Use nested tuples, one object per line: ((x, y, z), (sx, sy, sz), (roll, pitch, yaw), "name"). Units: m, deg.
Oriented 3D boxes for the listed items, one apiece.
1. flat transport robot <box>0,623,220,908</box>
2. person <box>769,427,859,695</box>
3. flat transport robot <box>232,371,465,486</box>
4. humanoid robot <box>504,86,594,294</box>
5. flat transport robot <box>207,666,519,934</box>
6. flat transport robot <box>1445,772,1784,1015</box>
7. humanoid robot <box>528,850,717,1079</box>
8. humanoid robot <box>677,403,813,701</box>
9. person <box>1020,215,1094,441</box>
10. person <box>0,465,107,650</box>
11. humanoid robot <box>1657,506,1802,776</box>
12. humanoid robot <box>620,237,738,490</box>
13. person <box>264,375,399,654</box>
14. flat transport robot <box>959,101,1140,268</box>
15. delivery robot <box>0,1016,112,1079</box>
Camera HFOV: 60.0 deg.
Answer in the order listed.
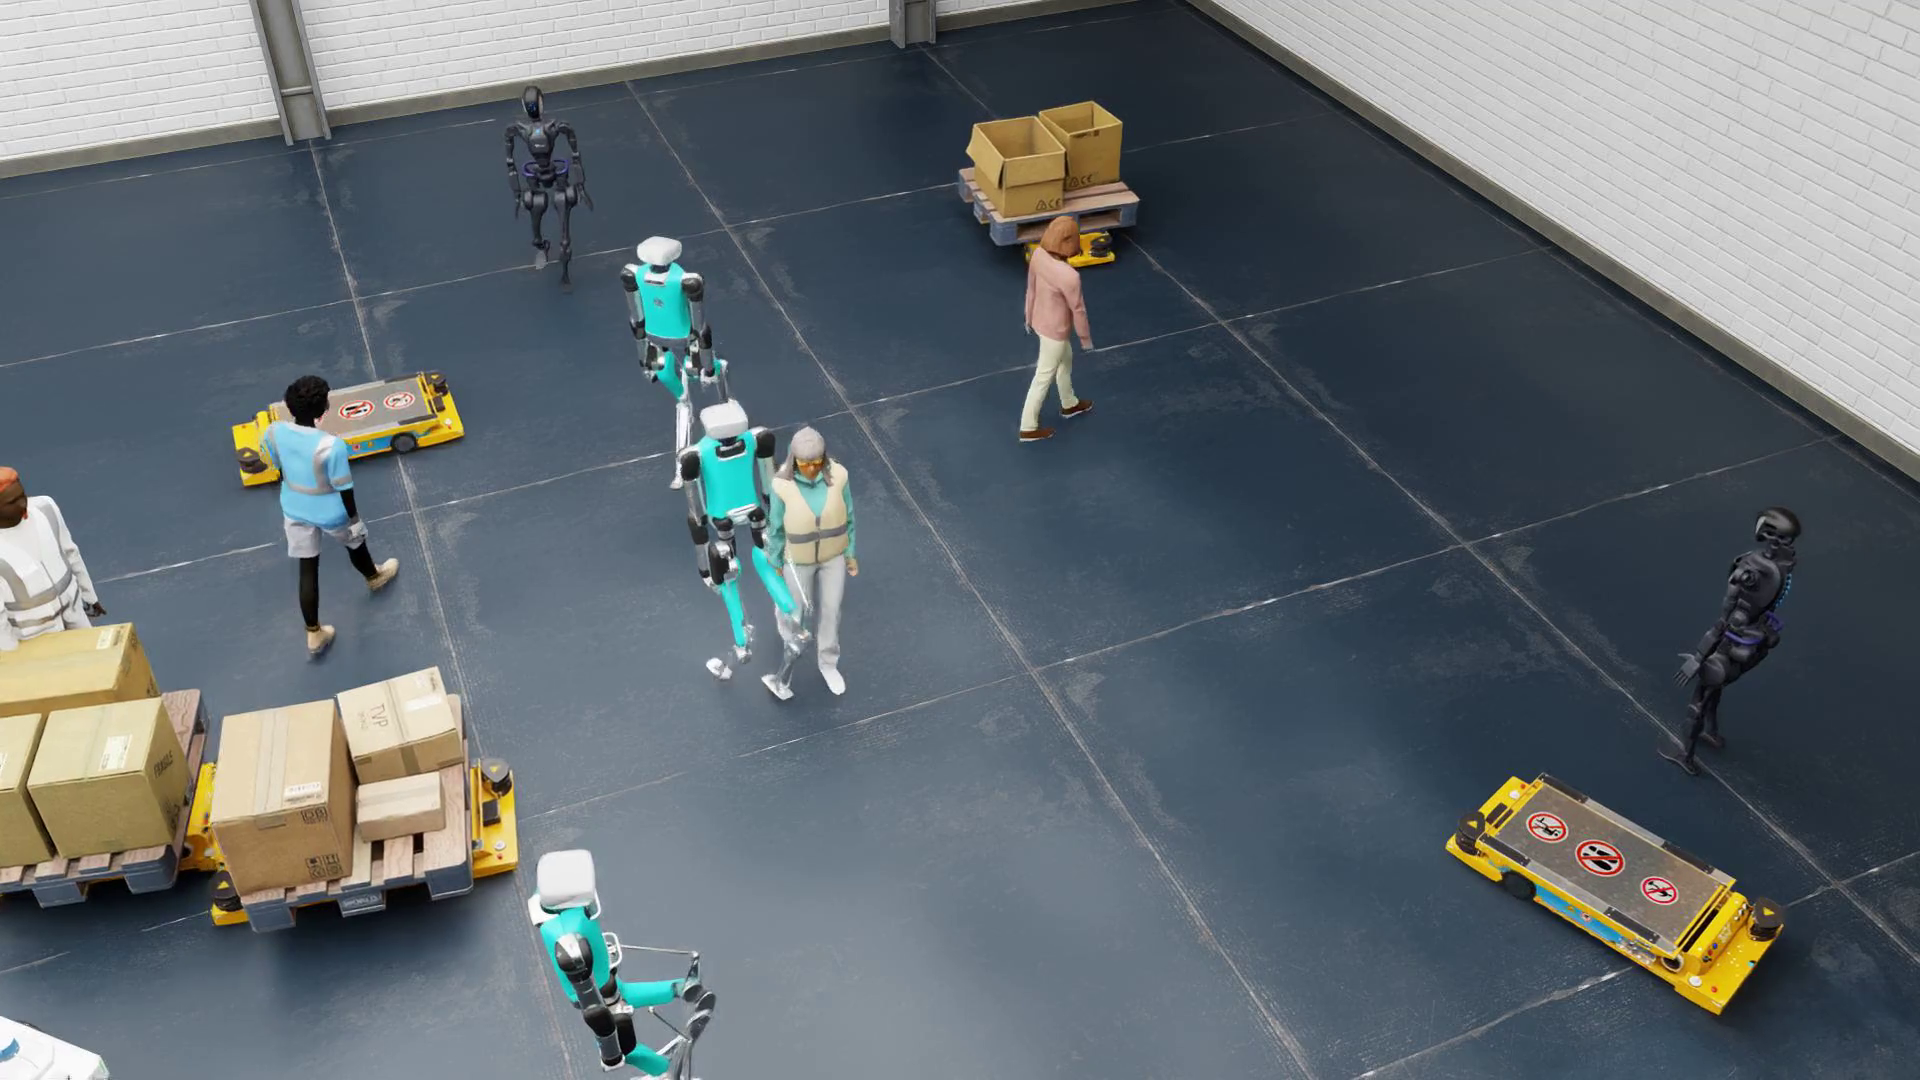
((-4.333, 1.453, 8.382), (1.431, 0.231, 0.659), (-7, 38, -9), "flat transport robot")
((-0.819, 0.058, 9.035), (0.467, 1.692, 0.530), (-14, 40, -18), "person")
((-4.153, -0.770, 11.275), (1.431, 0.231, 0.659), (-15, 40, -19), "flat transport robot")
((-3.127, -2.728, 12.689), (0.601, 1.642, 0.531), (-7, 38, -9), "humanoid robot")
((-2.964, 1.493, 8.330), (1.431, 0.231, 0.659), (-9, 38, -11), "flat transport robot")
((3.176, 1.664, 8.108), (1.431, 0.231, 0.659), (31, 47, 34), "flat transport robot")
((-1.305, 1.844, 6.668), (0.925, 1.765, 0.553), (-14, 40, -17), "humanoid robot")
((-1.070, 0.196, 8.836), (0.538, 1.777, 0.855), (-19, 42, -23), "humanoid robot")
((0.704, -1.403, 10.999), (0.742, 1.606, 0.499), (-15, 40, -19), "person")
((-4.616, 0.402, 8.435), (0.351, 1.877, 0.581), (14, 40, 18), "person")
((3.897, 0.519, 8.440), (0.608, 1.652, 0.363), (-23, 43, -27), "humanoid robot")
((-1.727, -1.282, 10.774), (0.530, 1.772, 1.014), (9, 39, 12), "humanoid robot")
((-3.603, -0.187, 9.389), (0.558, 1.637, 0.887), (9, 38, 11), "person")
((0.699, -2.631, 13.698), (0.659, 0.231, 1.431), (-11, 39, -14), "flat transport robot")
((-3.976, 2.302, 7.050), (0.808, 0.604, 0.499), (13, 40, 17), "delivery robot")
